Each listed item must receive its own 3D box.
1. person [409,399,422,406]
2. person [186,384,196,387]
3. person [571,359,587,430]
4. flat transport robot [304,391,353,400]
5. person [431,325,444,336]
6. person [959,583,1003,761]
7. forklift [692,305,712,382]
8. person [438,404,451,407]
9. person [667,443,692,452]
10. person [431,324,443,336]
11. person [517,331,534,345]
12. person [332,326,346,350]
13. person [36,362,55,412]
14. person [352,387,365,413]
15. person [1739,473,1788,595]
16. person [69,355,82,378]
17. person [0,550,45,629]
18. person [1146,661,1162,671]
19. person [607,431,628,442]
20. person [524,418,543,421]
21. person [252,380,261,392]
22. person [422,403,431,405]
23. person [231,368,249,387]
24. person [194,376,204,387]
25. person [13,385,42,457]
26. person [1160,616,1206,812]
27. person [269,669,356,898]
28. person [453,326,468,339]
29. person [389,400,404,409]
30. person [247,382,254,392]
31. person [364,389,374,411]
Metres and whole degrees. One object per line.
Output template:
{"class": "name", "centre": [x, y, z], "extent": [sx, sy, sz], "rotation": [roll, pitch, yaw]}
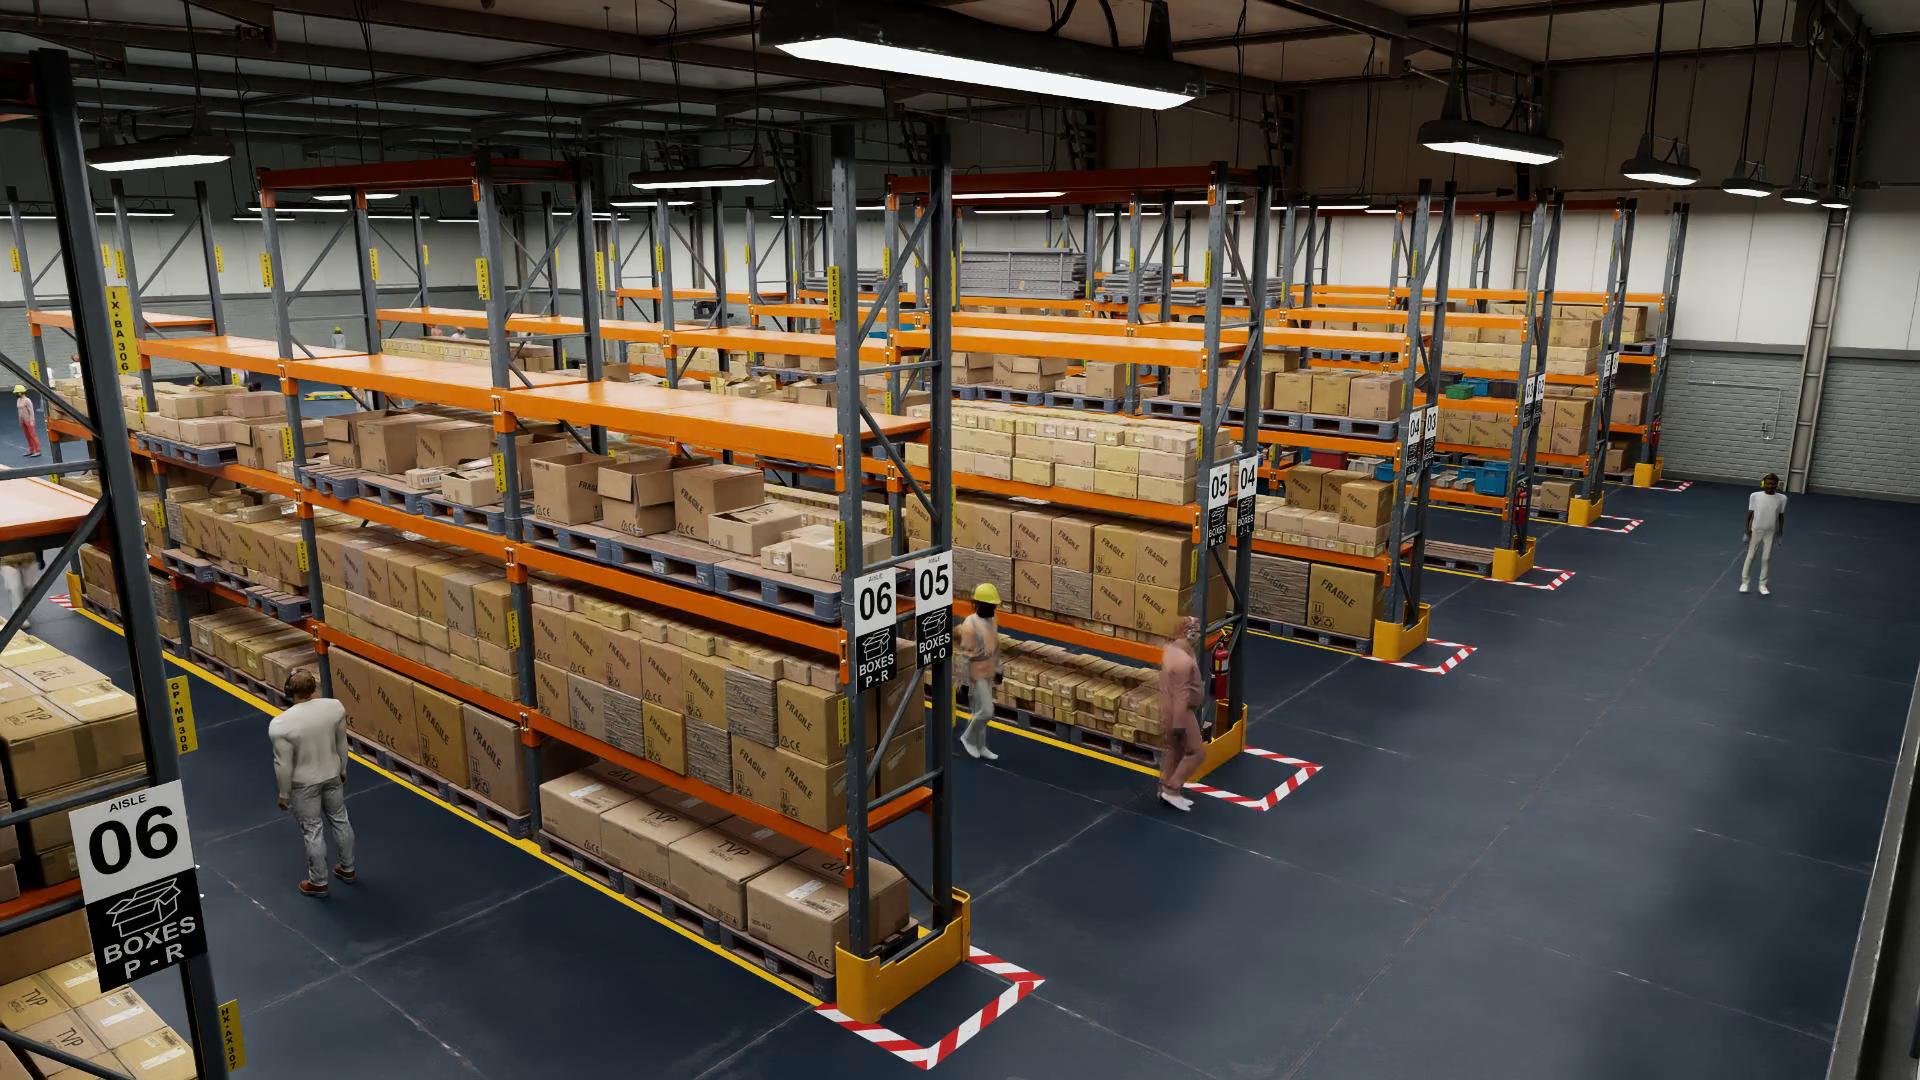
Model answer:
{"class": "person", "centre": [-15.382, -4.166, 35.642], "extent": [0.475, 1.977, 0.648], "rotation": [2, 14, 6]}
{"class": "person", "centre": [-18.162, -2.777, 30.077], "extent": [0.551, 1.912, 0.823], "rotation": [0, 14, 1]}
{"class": "person", "centre": [-10.728, -4.088, 35.347], "extent": [0.369, 1.967, 0.600], "rotation": [6, 15, 23]}
{"class": "flat transport robot", "centre": [-21.018, -4.821, 41.982], "extent": [1.431, 0.197, 0.652], "rotation": [-3, 14, -13]}
{"class": "person", "centre": [-22.449, -8.598, 54.073], "extent": [0.649, 1.885, 0.669], "rotation": [4, 14, 15]}
{"class": "person", "centre": [0.249, 1.367, 13.012], "extent": [0.418, 1.911, 0.615], "rotation": [7, 16, 28]}
{"class": "forklift", "centre": [-9.511, -7.392, 47.124], "extent": [1.873, 2.768, 1.129], "rotation": [11, 17, 38]}
{"class": "person", "centre": [-14.135, -3.826, 34.464], "extent": [0.581, 1.867, 0.422], "rotation": [-10, 17, -35]}
{"class": "person", "centre": [-5.238, -1.169, 23.434], "extent": [0.551, 1.923, 0.398], "rotation": [-11, 18, -39]}
{"class": "person", "centre": [-21.030, -7.794, 50.537], "extent": [0.609, 1.993, 0.384], "rotation": [-4, 14, -17]}
{"class": "person", "centre": [-18.651, -8.591, 54.053], "extent": [0.647, 1.882, 0.789], "rotation": [-7, 15, -26]}
{"class": "person", "centre": [-25.151, -7.783, 51.043], "extent": [0.494, 1.722, 0.577], "rotation": [-7, 15, -27]}
{"class": "person", "centre": [-28.133, -4.730, 38.729], "extent": [0.785, 1.603, 0.535], "rotation": [0, 14, 2]}
{"class": "person", "centre": [-16.681, -3.822, 34.996], "extent": [0.408, 1.645, 0.525], "rotation": [-12, 18, -41]}
{"class": "person", "centre": [12.224, -0.104, 19.162], "extent": [0.529, 1.869, 0.312], "rotation": [6, 15, 23]}
{"class": "person", "centre": [-28.081, -5.089, 40.148], "extent": [0.306, 1.640, 0.521], "rotation": [5, 14, 19]}
{"class": "person", "centre": [-13.234, 0.293, 17.638], "extent": [0.641, 1.821, 0.639], "rotation": [12, 18, 40]}
{"class": "person", "centre": [2.305, 1.000, 15.117], "extent": [0.518, 1.621, 0.336], "rotation": [-10, 17, -34]}
{"class": "person", "centre": [-6.863, -1.620, 25.052], "extent": [0.449, 2.027, 0.614], "rotation": [12, 18, 40]}
{"class": "person", "centre": [-9.960, -2.511, 29.597], "extent": [0.441, 1.598, 0.536], "rotation": [9, 16, 33]}
{"class": "person", "centre": [-17.087, -2.962, 30.837], "extent": [0.376, 1.912, 0.589], "rotation": [8, 16, 31]}
{"class": "person", "centre": [-16.207, -4.784, 38.352], "extent": [0.406, 1.902, 0.639], "rotation": [1, 14, 5]}
{"class": "person", "centre": [-23.621, -5.454, 41.121], "extent": [0.973, 1.905, 0.638], "rotation": [12, 18, 41]}
{"class": "person", "centre": [-19.349, -3.276, 32.230], "extent": [0.419, 1.854, 0.561], "rotation": [0, 14, 1]}
{"class": "person", "centre": [-23.016, -2.935, 31.022], "extent": [0.533, 1.767, 0.326], "rotation": [7, 15, 26]}
{"class": "person", "centre": [2.119, 1.645, 11.946], "extent": [0.430, 1.881, 0.665], "rotation": [0, 14, 1]}
{"class": "person", "centre": [-5.339, 1.990, 10.405], "extent": [0.377, 1.940, 0.628], "rotation": [9, 16, 31]}
{"class": "person", "centre": [-19.127, -7.259, 48.276], "extent": [0.762, 2.023, 0.645], "rotation": [11, 17, 38]}
{"class": "person", "centre": [-14.258, -3.199, 32.058], "extent": [0.862, 1.802, 0.629], "rotation": [-3, 14, -14]}
{"class": "person", "centre": [-17.422, -3.008, 31.222], "extent": [0.794, 1.805, 0.653], "rotation": [-13, 18, -42]}
{"class": "person", "centre": [-17.248, -4.353, 36.446], "extent": [0.618, 1.967, 0.813], "rotation": [0, 14, 1]}
